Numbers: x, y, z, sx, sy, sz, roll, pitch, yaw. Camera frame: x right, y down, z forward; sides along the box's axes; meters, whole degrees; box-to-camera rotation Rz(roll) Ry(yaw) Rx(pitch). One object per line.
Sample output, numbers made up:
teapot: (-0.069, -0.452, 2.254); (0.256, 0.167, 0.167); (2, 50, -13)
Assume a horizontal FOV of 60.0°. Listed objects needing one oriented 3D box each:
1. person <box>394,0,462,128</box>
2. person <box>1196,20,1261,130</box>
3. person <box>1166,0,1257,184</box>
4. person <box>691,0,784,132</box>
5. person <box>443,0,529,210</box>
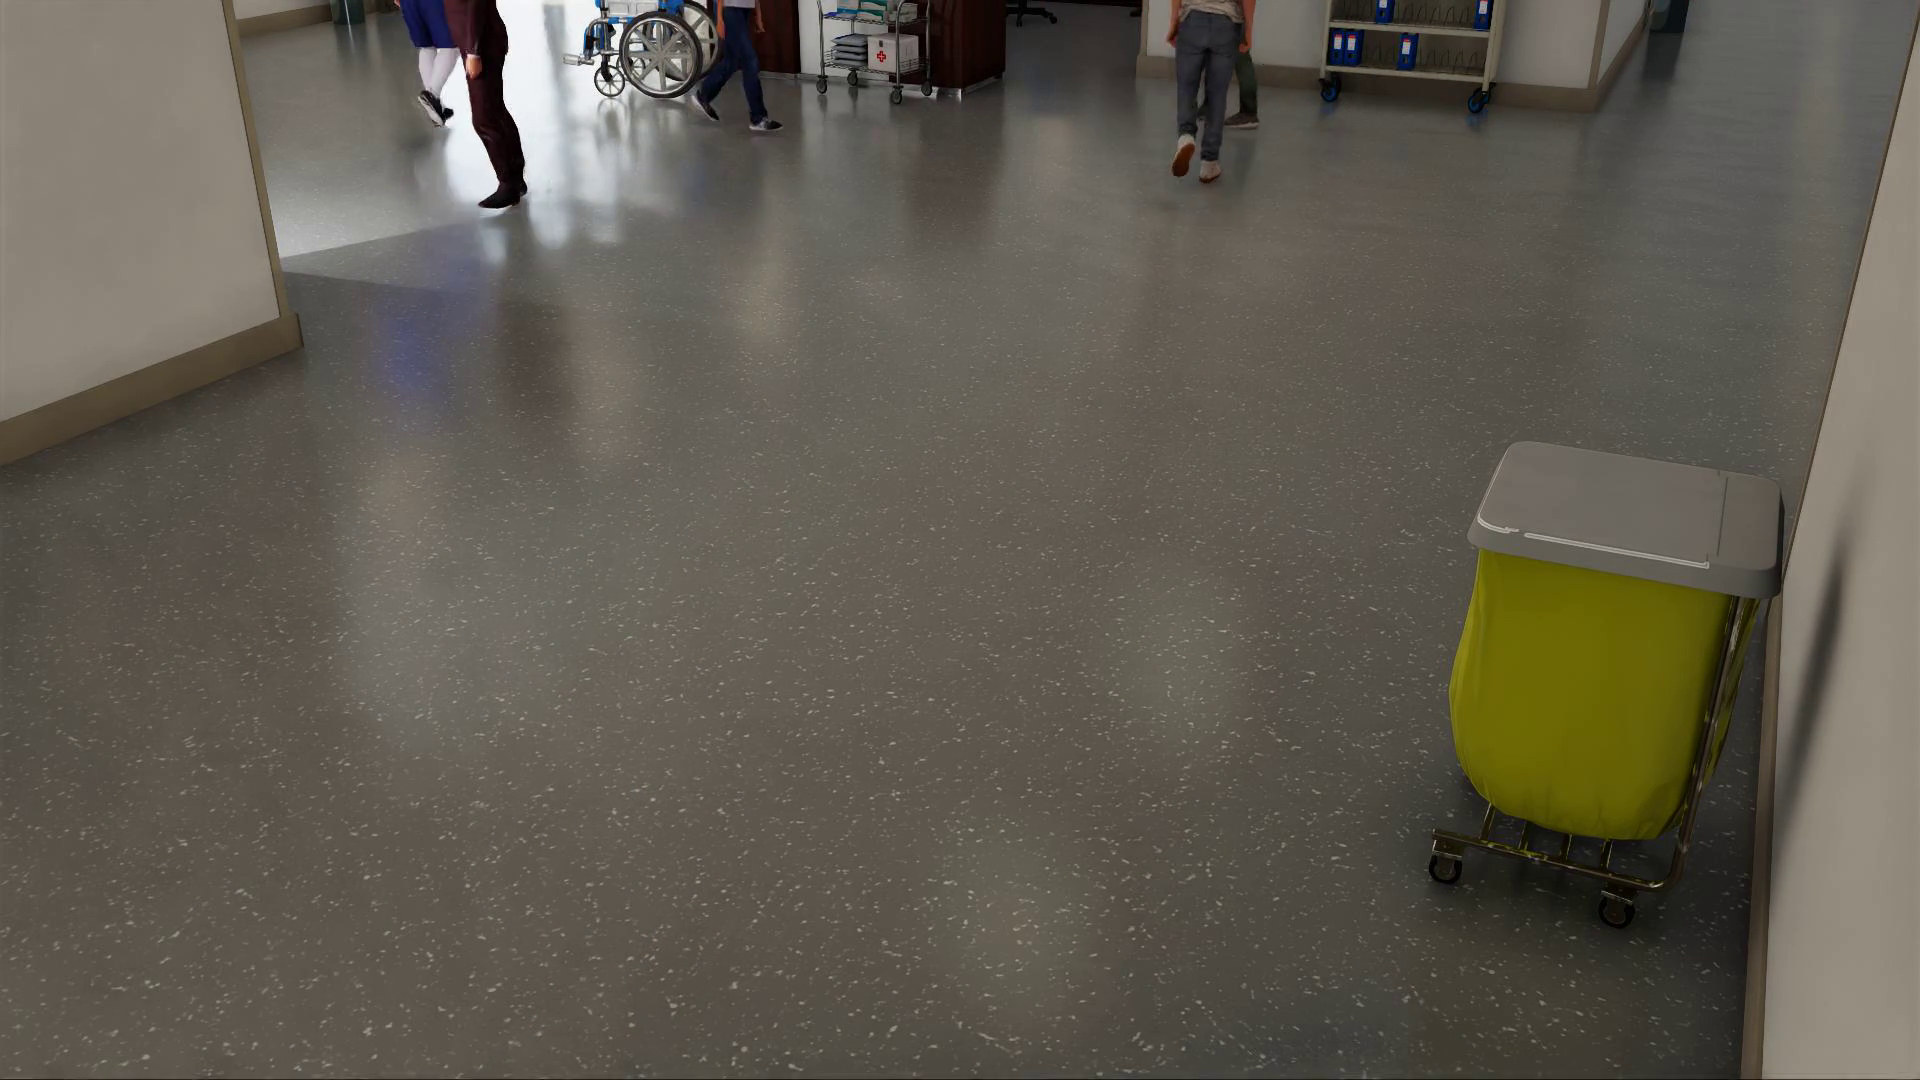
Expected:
person: (-3.628, -3.679, 11.220); (1.012, 1.824, 0.909); (3, 26, 7)
person: (1.949, -3.629, 11.333); (0.858, 1.636, 0.733); (2, 26, 5)
person: (1.456, -3.017, 9.782); (0.871, 1.881, 0.825); (6, 26, 13)
person: (-1.590, -3.592, 11.379); (1.040, 1.530, 0.583); (13, 29, 26)
person: (-2.682, -2.832, 9.447); (0.948, 1.839, 0.930); (-2, 26, -5)
